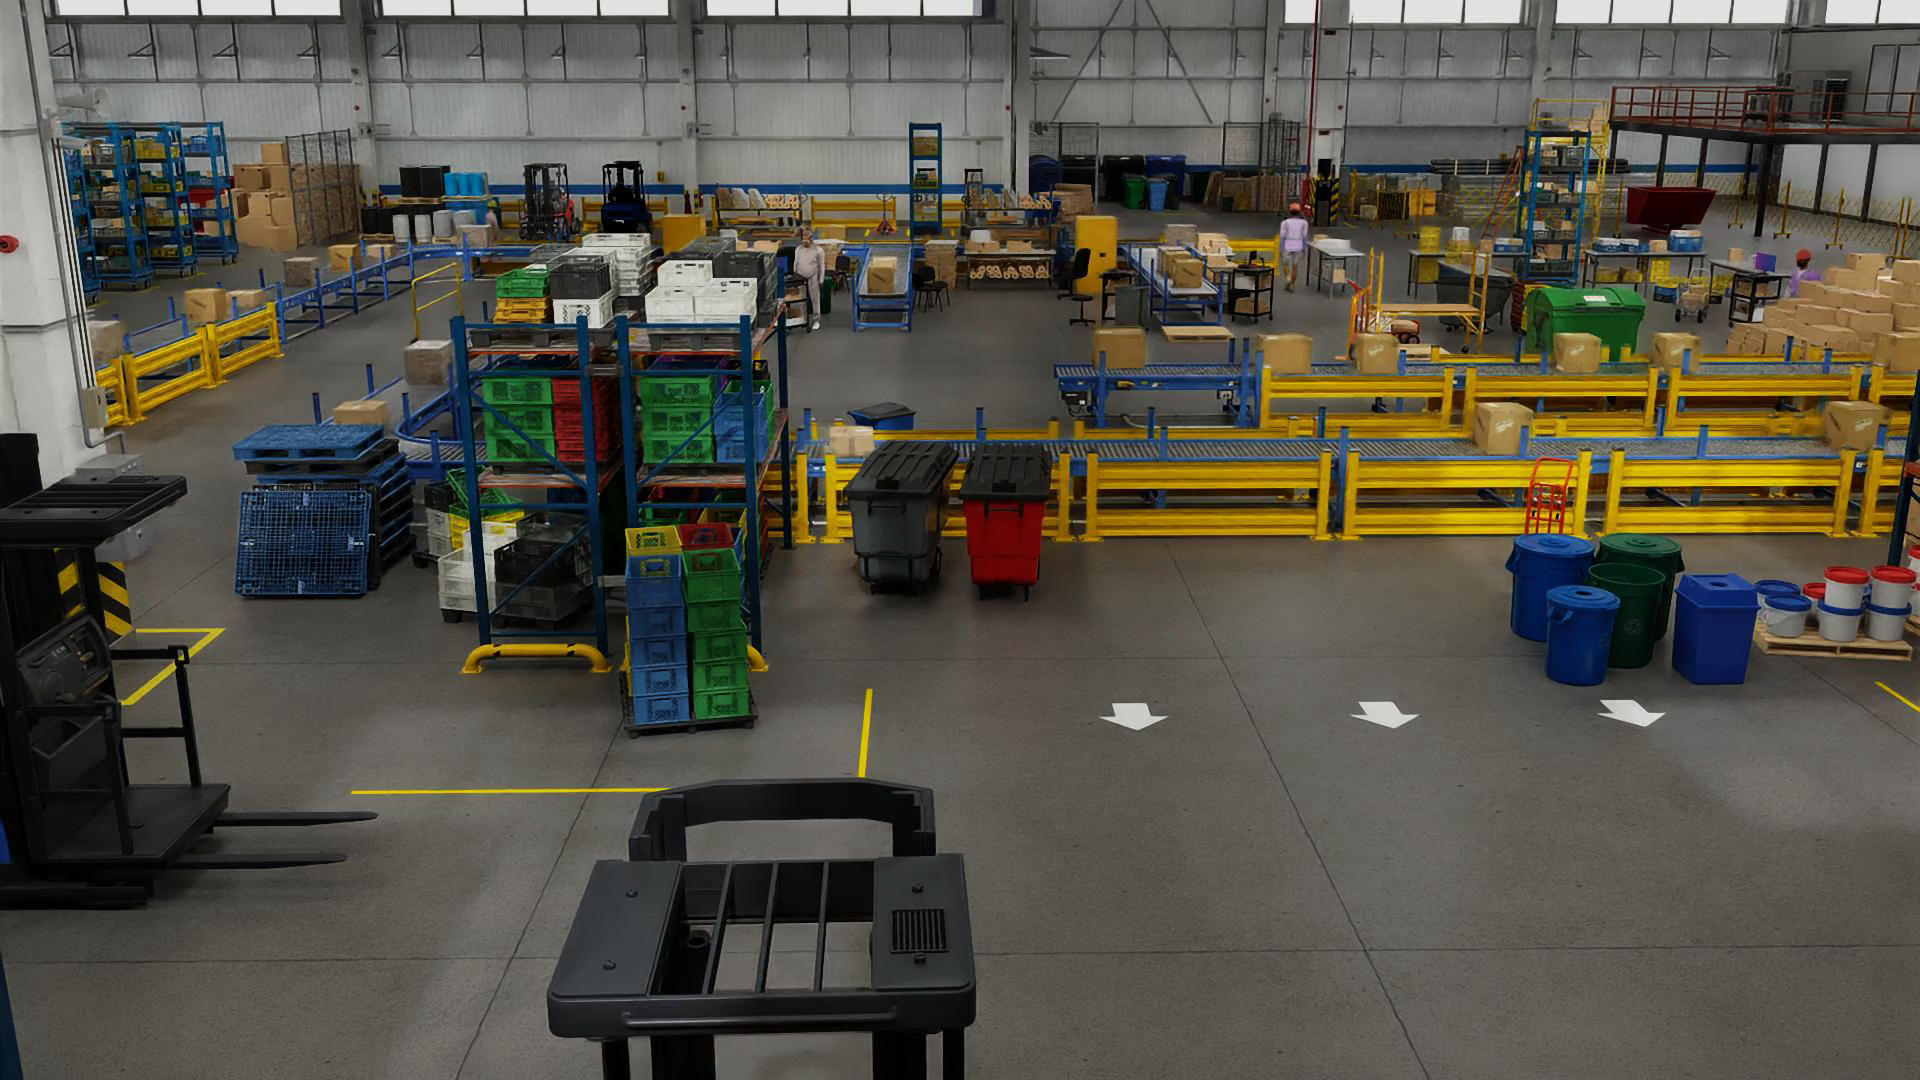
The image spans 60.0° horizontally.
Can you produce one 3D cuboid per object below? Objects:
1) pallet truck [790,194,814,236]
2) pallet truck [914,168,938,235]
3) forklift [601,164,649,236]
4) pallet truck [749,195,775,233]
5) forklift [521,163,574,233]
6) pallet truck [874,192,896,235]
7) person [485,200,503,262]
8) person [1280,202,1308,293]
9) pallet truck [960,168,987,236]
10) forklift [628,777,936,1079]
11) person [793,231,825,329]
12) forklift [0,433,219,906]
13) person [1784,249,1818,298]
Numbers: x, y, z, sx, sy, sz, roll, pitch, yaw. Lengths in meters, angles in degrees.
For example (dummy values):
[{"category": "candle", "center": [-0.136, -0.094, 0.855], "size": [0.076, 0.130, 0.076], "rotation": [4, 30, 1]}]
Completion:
[{"category": "pallet truck", "center": [-4.814, -9.883, 50.259], "size": [0.704, 1.261, 1.522], "rotation": [-1, 16, -3]}, {"category": "pallet truck", "center": [-0.989, -10.316, 50.507], "size": [0.823, 1.965, 1.885], "rotation": [1, 16, 3]}, {"category": "forklift", "center": [-9.948, -10.127, 49.296], "size": [1.157, 1.987, 2.680], "rotation": [-1, 16, -3]}, {"category": "pallet truck", "center": [-6.051, -9.967, 50.660], "size": [0.680, 1.201, 1.601], "rotation": [0, 16, -1]}, {"category": "forklift", "center": [-12.233, -10.122, 49.298], "size": [1.157, 1.987, 2.680], "rotation": [0, 16, -1]}, {"category": "pallet truck", "center": [-2.277, -9.986, 50.594], "size": [0.653, 1.274, 1.630], "rotation": [0, 16, -1]}, {"category": "person", "center": [-11.574, -7.592, 41.494], "size": [0.735, 1.741, 0.525], "rotation": [-10, 19, -30]}, {"category": "person", "center": [7.501, -6.574, 37.448], "size": [0.616, 2.028, 0.465], "rotation": [1, 16, 4]}, {"category": "pallet truck", "center": [0.383, -10.230, 50.206], "size": [0.823, 1.965, 1.885], "rotation": [-1, 16, -3]}, {"category": "forklift", "center": [-0.542, 2.165, 5.552], "size": [1.129, 2.768, 1.873], "rotation": [-1, 16, -2]}, {"category": "person", "center": [-2.957, -5.060, 32.411], "size": [0.638, 1.902, 0.407], "rotation": [5, 17, 18]}, {"category": "forklift", "center": [-5.952, 0.780, 10.366], "size": [1.873, 2.768, 1.129], "rotation": [0, 16, -1]}, {"category": "person", "center": [14.691, -4.159, 29.281], "size": [0.909, 1.900, 0.555], "rotation": [-2, 16, -6]}]
